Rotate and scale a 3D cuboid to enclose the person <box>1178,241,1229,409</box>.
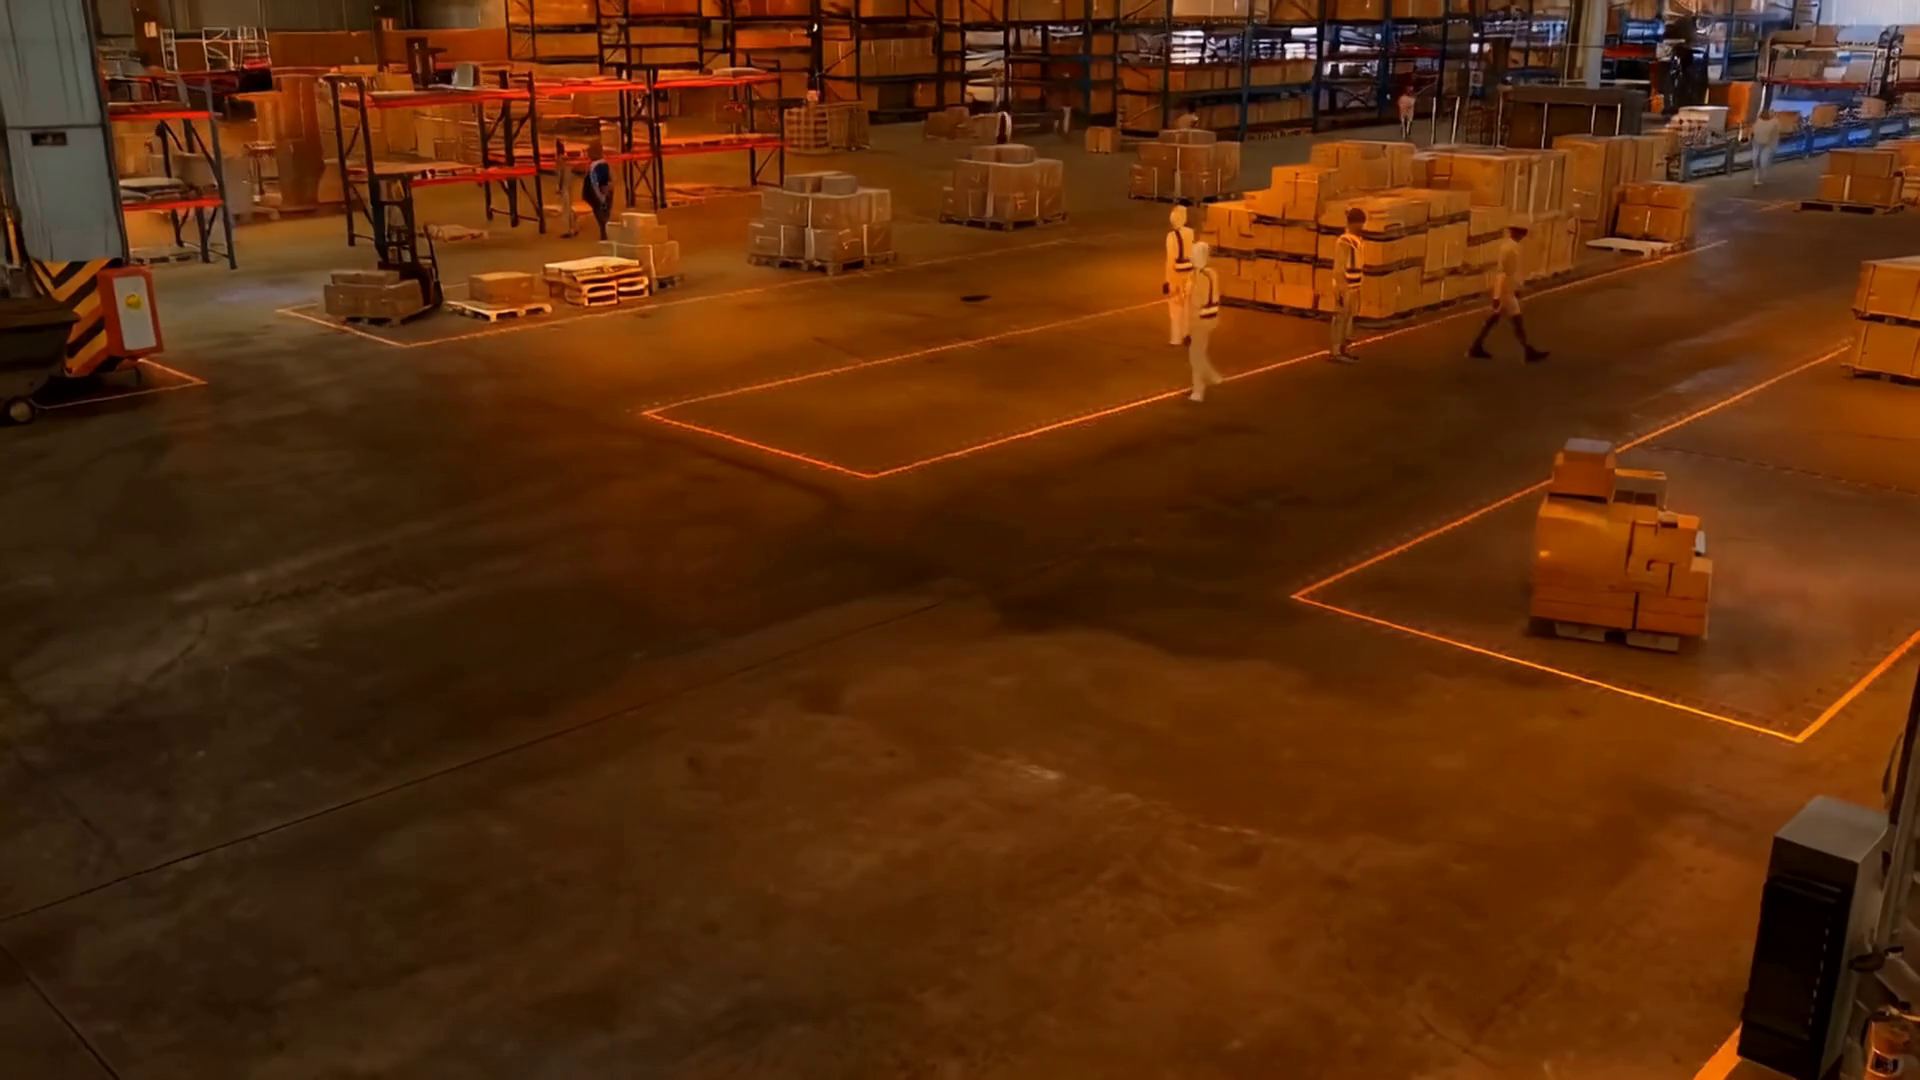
[{"bbox_3d":[2.725,-2.380,18.539,0.469,1.873,0.680,7,20,19],"label":"person"}]

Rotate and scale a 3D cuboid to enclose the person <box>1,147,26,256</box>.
[{"bbox_3d":[-16.630,-6.040,29.544,0.632,1.900,0.936,9,20,25],"label":"person"}]

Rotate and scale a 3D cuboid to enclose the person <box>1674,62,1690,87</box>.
[{"bbox_3d":[27.703,-17.439,63.898,0.814,1.874,0.647,-10,21,-28],"label":"person"}]

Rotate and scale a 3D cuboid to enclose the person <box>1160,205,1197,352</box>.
[{"bbox_3d":[2.833,-3.389,21.551,0.342,1.881,0.579,16,24,40],"label":"person"}]

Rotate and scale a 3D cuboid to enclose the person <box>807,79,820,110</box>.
[{"bbox_3d":[-4.459,-12.982,50.415,0.869,1.911,0.636,6,19,17],"label":"person"}]

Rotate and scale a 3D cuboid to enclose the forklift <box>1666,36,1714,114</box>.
[{"bbox_3d":[27.341,-17.291,61.877,1.129,2.768,1.873,17,25,41],"label":"forklift"}]

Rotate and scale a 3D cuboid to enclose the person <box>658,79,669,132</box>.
[{"bbox_3d":[-9.732,-14.190,54.387,0.321,1.695,0.529,5,19,15],"label":"person"}]

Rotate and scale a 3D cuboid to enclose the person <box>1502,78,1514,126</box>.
[{"bbox_3d":[18.008,-14.256,54.556,0.348,1.709,0.617,-7,20,-20],"label":"person"}]

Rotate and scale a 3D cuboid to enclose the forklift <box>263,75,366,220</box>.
[{"bbox_3d":[-13.481,-8.134,34.288,1.129,2.768,1.873,17,25,41],"label":"forklift"}]

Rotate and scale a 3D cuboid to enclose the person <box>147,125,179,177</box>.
[{"bbox_3d":[-16.644,-7.768,34.841,0.638,1.820,0.634,-2,18,-6],"label":"person"}]

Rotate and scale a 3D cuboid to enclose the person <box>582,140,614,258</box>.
[{"bbox_3d":[-6.271,-5.890,28.839,0.536,2.000,0.676,-4,19,-11],"label":"person"}]

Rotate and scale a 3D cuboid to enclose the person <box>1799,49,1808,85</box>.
[{"bbox_3d":[41.201,-23.118,81.251,0.534,1.724,0.910,17,25,42],"label":"person"}]

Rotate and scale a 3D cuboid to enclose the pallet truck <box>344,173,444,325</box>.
[{"bbox_3d":[-8.209,-4.181,23.757,0.823,1.965,1.885,3,19,9],"label":"pallet truck"}]

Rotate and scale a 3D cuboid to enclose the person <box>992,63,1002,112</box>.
[{"bbox_3d":[1.354,-16.362,60.550,0.355,1.937,0.635,2,19,7],"label":"person"}]

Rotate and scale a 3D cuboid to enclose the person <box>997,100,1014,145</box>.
[{"bbox_3d":[1.087,-10.154,41.966,0.985,1.874,0.604,4,19,11],"label":"person"}]

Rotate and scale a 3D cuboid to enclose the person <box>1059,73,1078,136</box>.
[{"bbox_3d":[3.504,-13.875,53.013,0.672,1.974,0.621,-16,24,-40],"label":"person"}]

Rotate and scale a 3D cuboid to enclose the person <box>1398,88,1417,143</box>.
[{"bbox_3d":[13.550,-12.867,50.449,0.552,1.648,0.843,6,19,17],"label":"person"}]

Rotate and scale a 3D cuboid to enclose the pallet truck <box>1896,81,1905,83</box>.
[{"bbox_3d":[34.802,-16.331,61.455,0.653,1.274,1.630,17,25,41],"label":"pallet truck"}]

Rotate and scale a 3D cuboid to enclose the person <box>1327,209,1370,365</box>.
[{"bbox_3d":[4.870,-3.172,20.820,0.415,1.940,0.601,12,22,32],"label":"person"}]

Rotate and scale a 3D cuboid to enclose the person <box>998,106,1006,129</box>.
[{"bbox_3d":[1.209,-10.515,43.442,0.615,1.619,0.523,5,19,15],"label":"person"}]

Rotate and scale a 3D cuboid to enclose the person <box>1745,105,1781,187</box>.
[{"bbox_3d":[19.041,-9.359,39.531,0.590,1.884,0.647,-15,23,-38],"label":"person"}]

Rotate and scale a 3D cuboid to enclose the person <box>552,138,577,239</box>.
[{"bbox_3d":[-7.468,-6.614,31.317,0.327,1.861,0.507,0,18,0],"label":"person"}]

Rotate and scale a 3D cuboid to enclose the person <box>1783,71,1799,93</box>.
[{"bbox_3d":[33.840,-18.647,67.681,0.611,1.789,0.786,9,20,25],"label":"person"}]

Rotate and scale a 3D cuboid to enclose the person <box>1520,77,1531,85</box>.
[{"bbox_3d":[16.980,-12.899,50.046,1.032,1.994,0.623,-13,22,-34],"label":"person"}]

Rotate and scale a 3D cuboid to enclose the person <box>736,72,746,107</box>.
[{"bbox_3d":[-7.263,-14.663,55.449,0.374,1.928,0.542,-8,20,-22],"label":"person"}]

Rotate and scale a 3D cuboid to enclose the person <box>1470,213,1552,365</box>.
[{"bbox_3d":[6.956,-3.145,20.831,1.028,1.869,0.552,8,20,24],"label":"person"}]

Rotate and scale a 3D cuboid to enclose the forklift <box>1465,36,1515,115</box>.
[{"bbox_3d":[19.973,-17.201,61.605,1.873,2.768,1.129,16,24,40],"label":"forklift"}]

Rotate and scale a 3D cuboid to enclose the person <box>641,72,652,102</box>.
[{"bbox_3d":[-11.262,-15.990,59.827,0.388,1.680,0.544,13,22,34],"label":"person"}]

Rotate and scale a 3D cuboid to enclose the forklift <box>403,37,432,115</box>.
[{"bbox_3d":[-19.968,-17.103,61.309,1.129,2.768,1.873,12,22,33],"label":"forklift"}]

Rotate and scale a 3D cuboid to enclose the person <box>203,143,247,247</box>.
[{"bbox_3d":[-13.387,-6.229,30.106,0.755,1.878,0.638,2,18,5],"label":"person"}]

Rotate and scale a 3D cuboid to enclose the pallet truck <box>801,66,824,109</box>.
[{"bbox_3d":[-4.812,-15.182,56.903,0.823,1.965,1.885,-9,21,-26],"label":"pallet truck"}]

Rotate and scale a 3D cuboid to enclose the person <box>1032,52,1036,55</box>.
[{"bbox_3d":[3.347,-21.117,75.064,0.631,1.822,0.733,-6,19,-16],"label":"person"}]

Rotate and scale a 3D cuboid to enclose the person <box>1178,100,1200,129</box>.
[{"bbox_3d":[5.591,-9.718,40.505,0.643,1.952,0.419,16,24,39],"label":"person"}]
